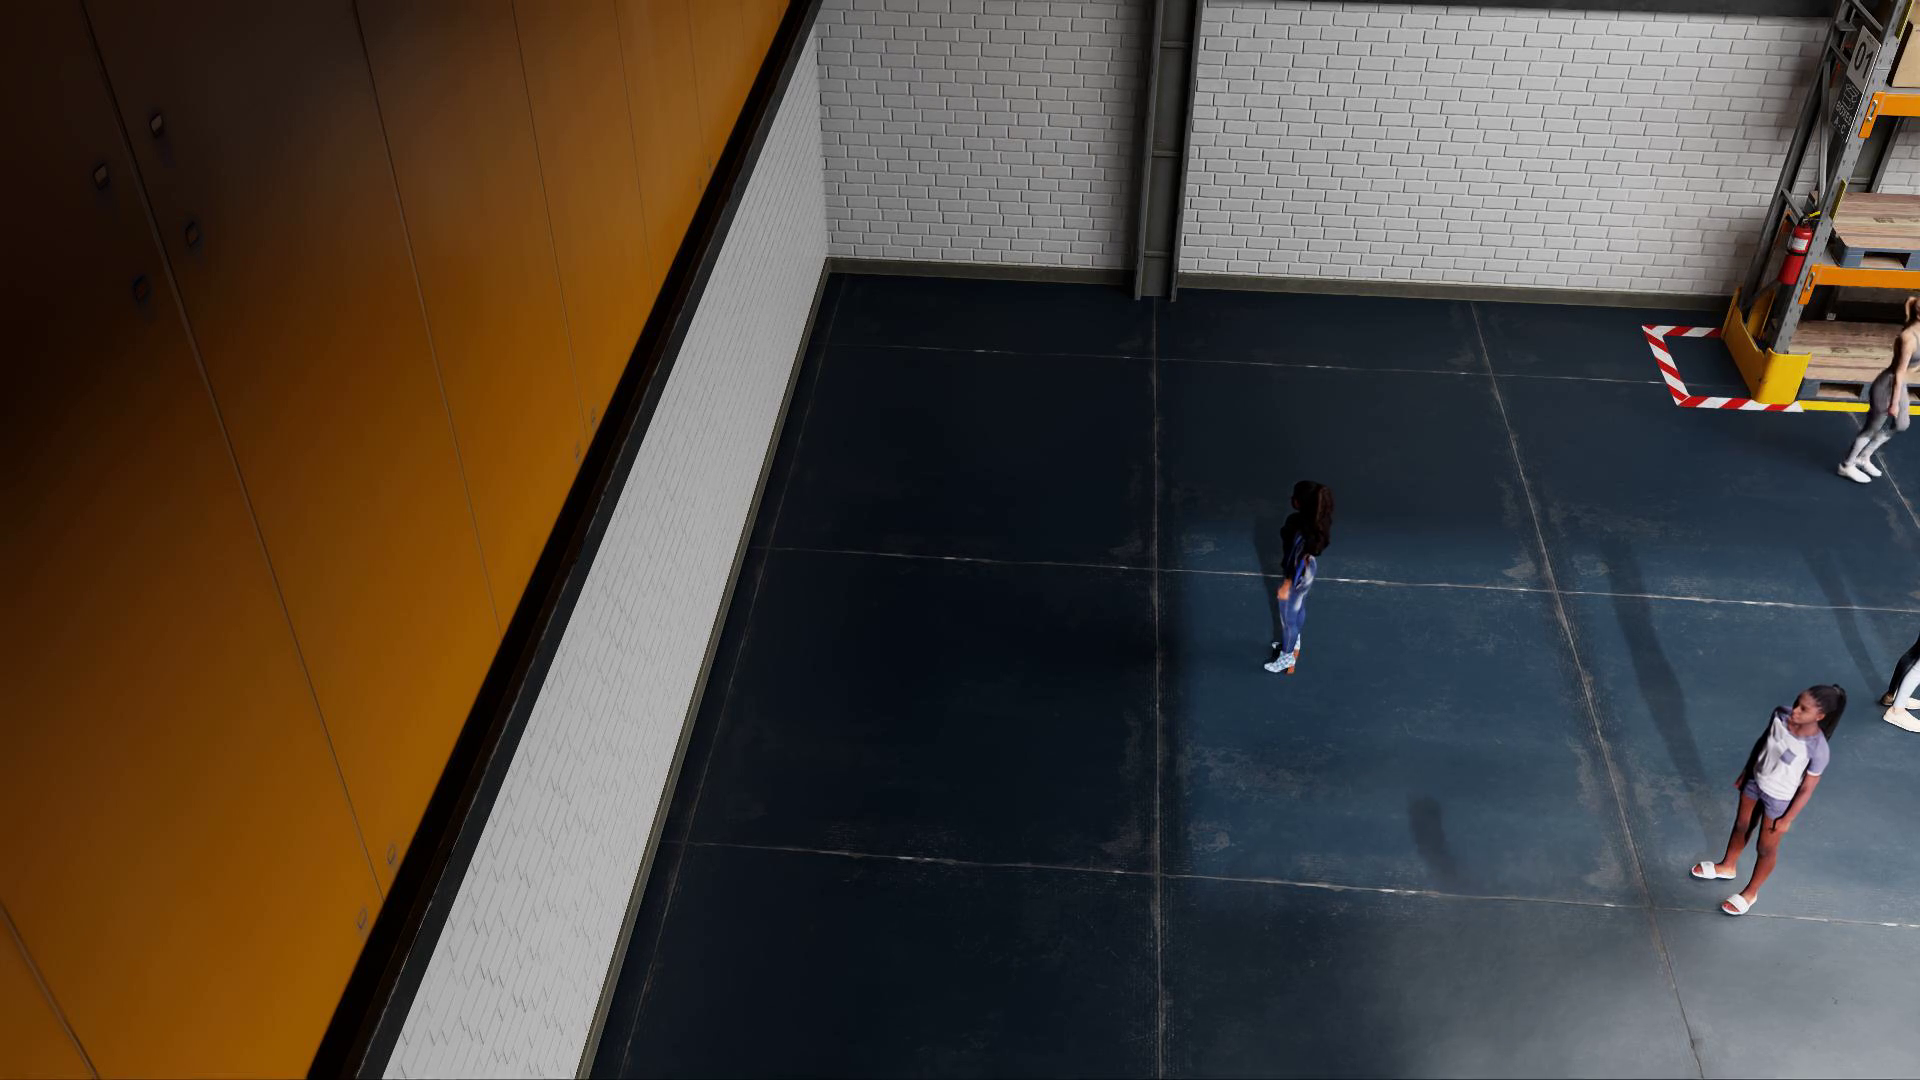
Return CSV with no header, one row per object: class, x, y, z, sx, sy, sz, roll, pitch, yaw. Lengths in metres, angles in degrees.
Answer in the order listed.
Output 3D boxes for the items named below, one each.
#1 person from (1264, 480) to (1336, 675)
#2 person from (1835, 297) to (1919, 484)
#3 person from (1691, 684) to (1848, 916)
person,2.307,0.243,11.393,0.659,1.616,0.674,16,41,19
person,7.266,-1.207,13.149,0.741,1.691,0.699,26,46,29
person,4.770,1.491,9.746,0.685,1.722,0.685,-10,40,-12
